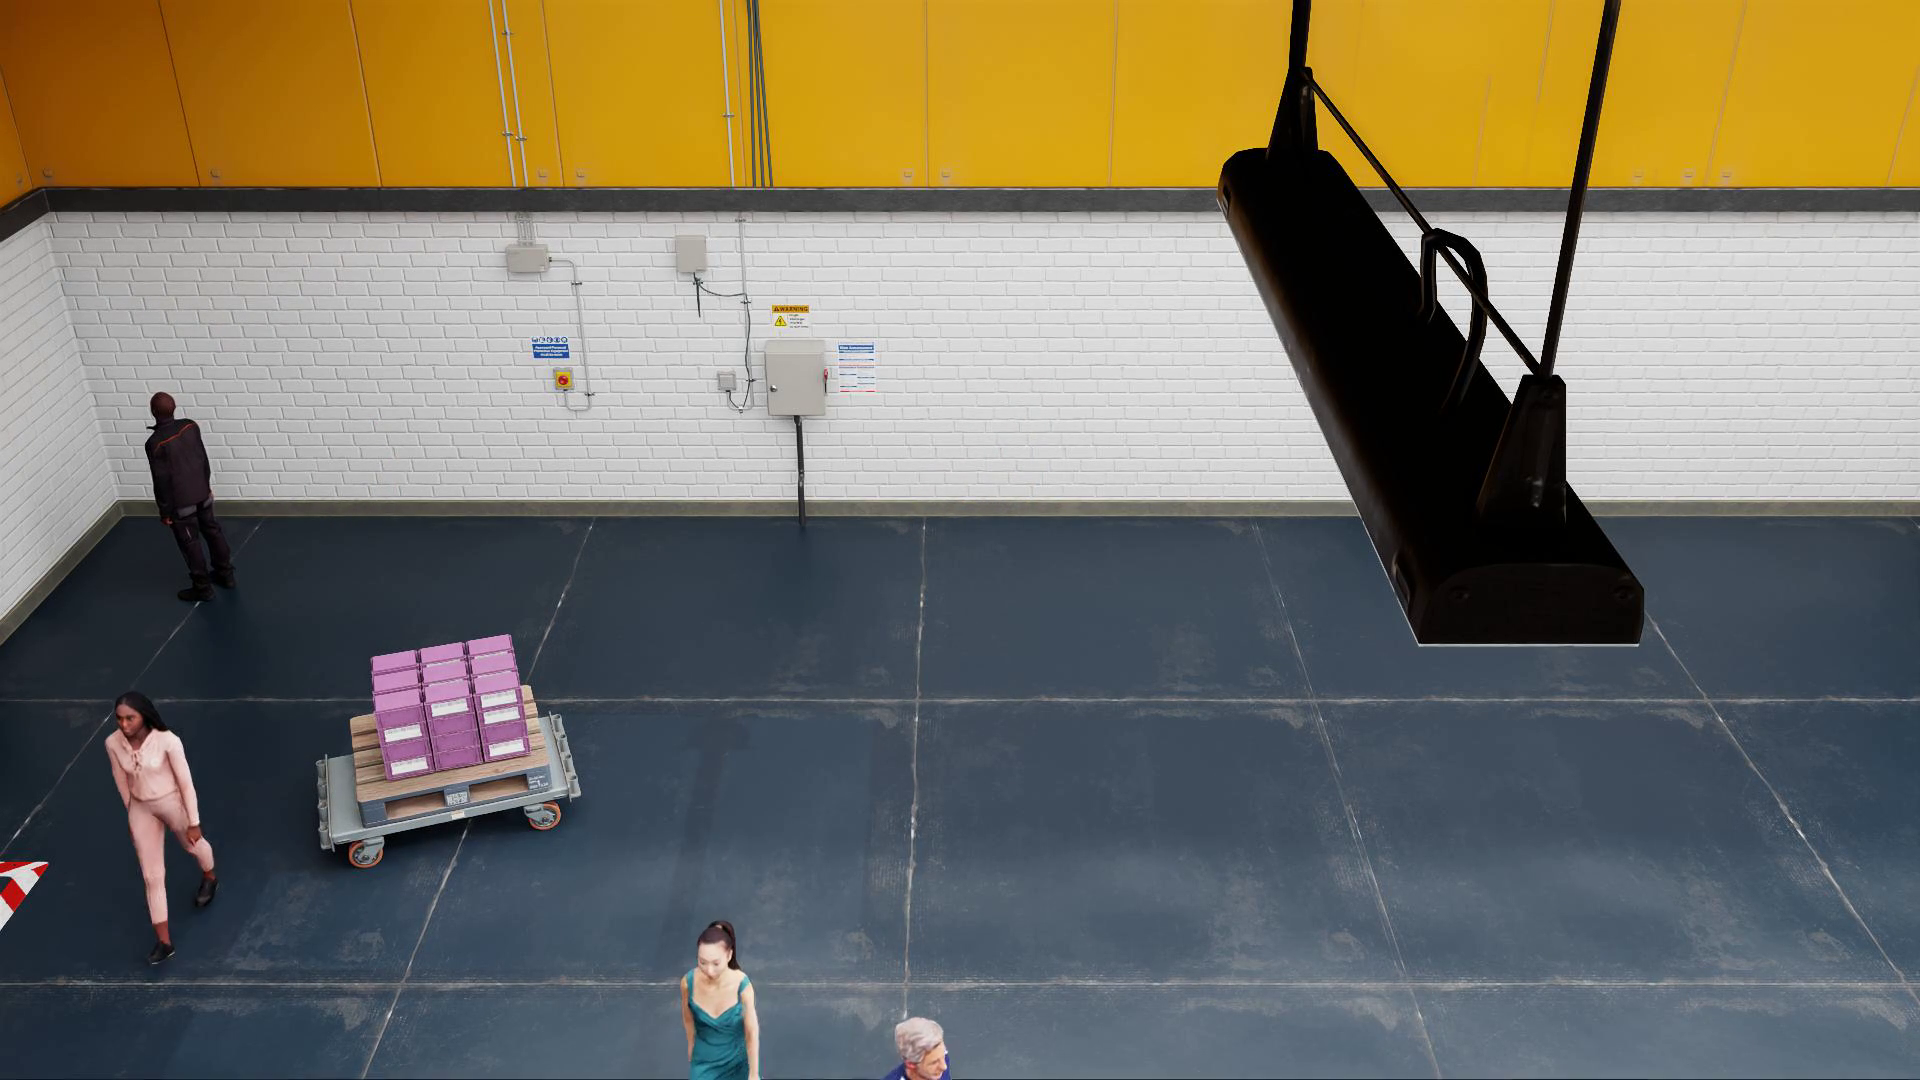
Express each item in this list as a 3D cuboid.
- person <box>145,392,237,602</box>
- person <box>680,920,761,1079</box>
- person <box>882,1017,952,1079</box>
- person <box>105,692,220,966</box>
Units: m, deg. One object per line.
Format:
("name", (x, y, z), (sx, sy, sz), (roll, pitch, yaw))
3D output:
("person", (-6.268, -0.363, 13.497), (0.842, 1.826, 0.699), (13, 31, 22))
("person", (-1.145, 2.553, 8.349), (0.596, 1.636, 1.039), (3, 29, 5))
("person", (-0.257, 2.845, 7.623), (0.929, 1.820, 0.877), (22, 35, 34))
("person", (-4.756, 1.616, 10.034), (0.662, 1.668, 1.120), (-1, 29, -3))
